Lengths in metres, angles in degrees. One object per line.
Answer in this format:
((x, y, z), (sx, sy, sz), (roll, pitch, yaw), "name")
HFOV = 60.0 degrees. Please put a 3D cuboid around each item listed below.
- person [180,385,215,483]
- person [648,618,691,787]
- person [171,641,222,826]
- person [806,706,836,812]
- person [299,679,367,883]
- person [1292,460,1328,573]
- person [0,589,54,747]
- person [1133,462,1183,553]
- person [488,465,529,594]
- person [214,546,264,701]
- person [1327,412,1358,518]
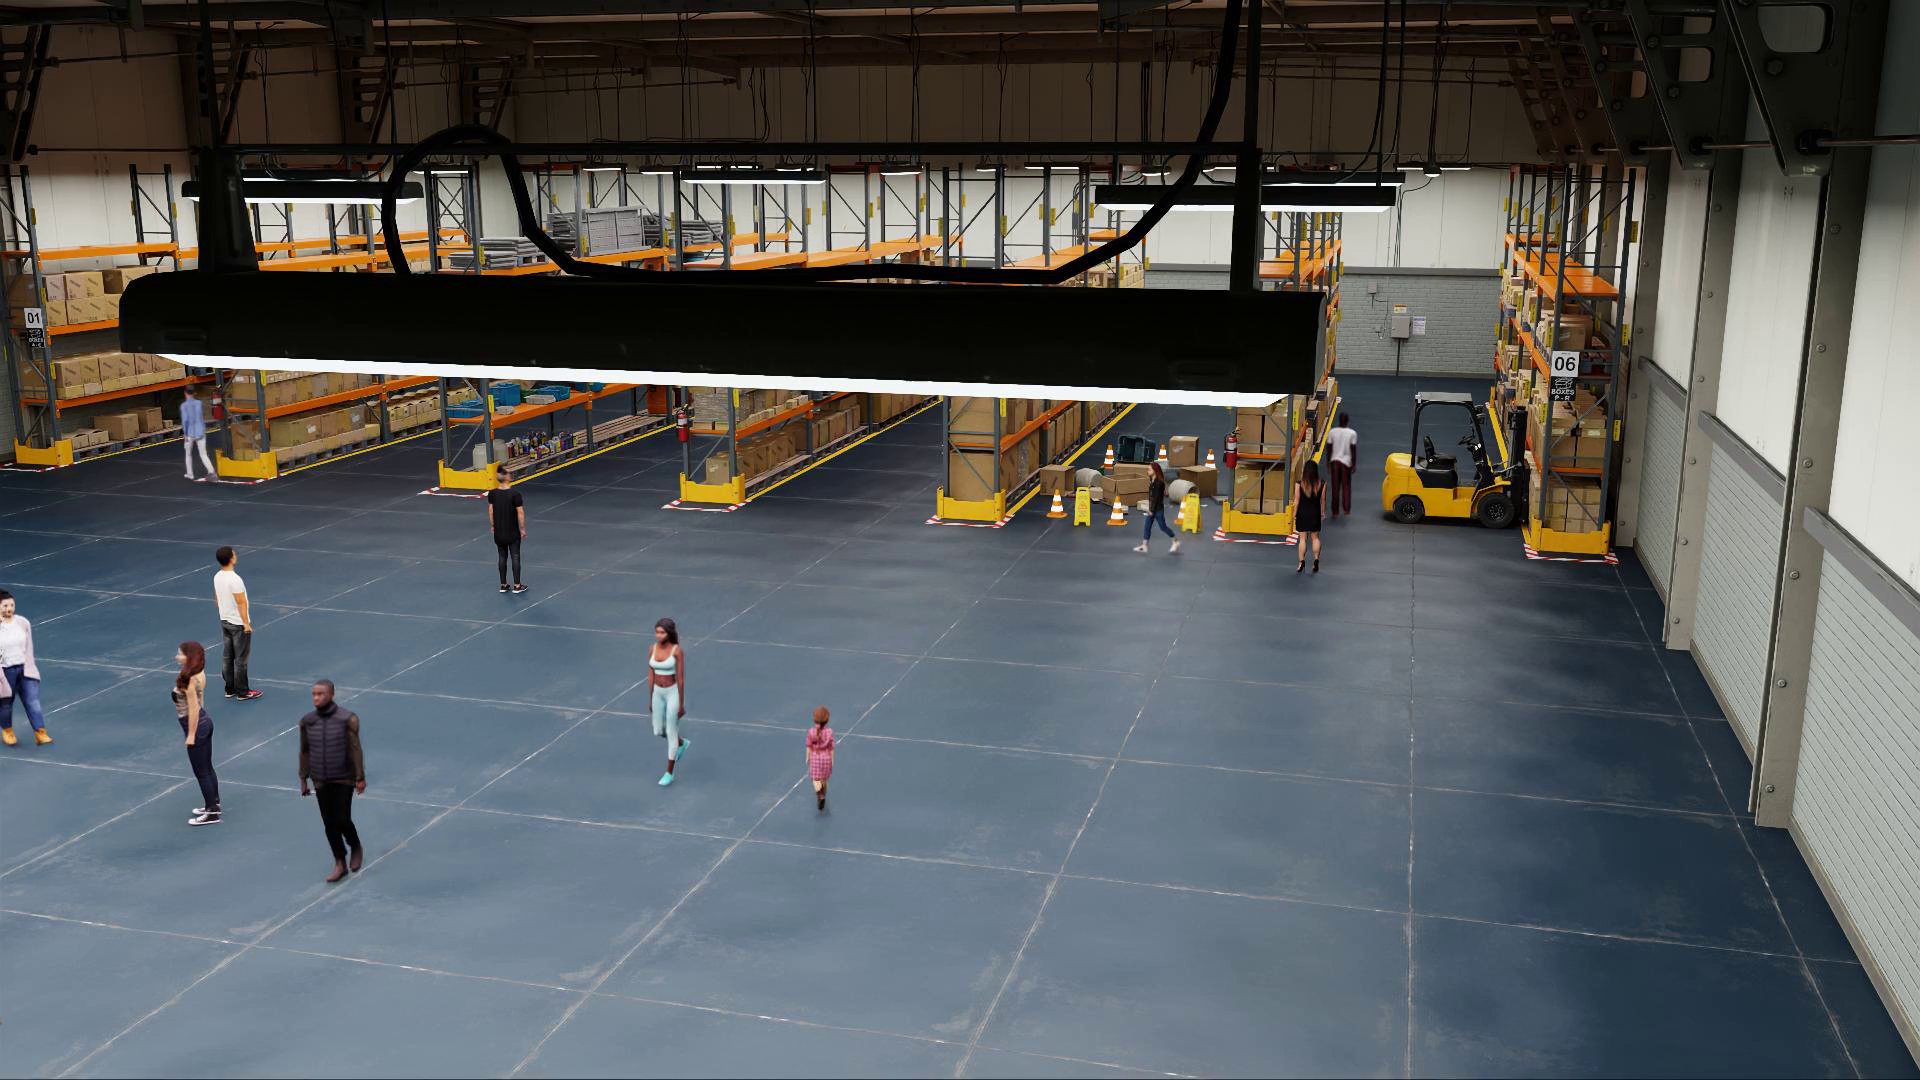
((-14.720, -2.029, 32.104), (1.037, 1.850, 1.200), (11, 17, 40), "person")
((-2.902, 1.592, 16.760), (0.626, 1.716, 0.842), (5, 14, 21), "person")
((-7.201, 1.806, 15.722), (0.751, 1.768, 0.631), (-3, 13, -13), "person")
((-1.357, 2.115, 16.072), (0.616, 1.008, 0.765), (-3, 13, -12), "person")
((-5.402, 2.065, 14.477), (0.760, 1.825, 0.742), (1, 13, 6), "person")
((5.295, -0.362, 25.201), (0.735, 1.715, 0.709), (-1, 13, -3), "person")
((-10.154, 1.376, 17.709), (1.001, 1.709, 1.051), (11, 17, 40), "person")
((3.196, -0.494, 26.362), (0.950, 1.448, 1.001), (-5, 14, -19), "person")
((-6.550, -0.175, 24.059), (0.693, 1.867, 0.582), (3, 13, 12), "person")
((-8.443, 0.954, 19.323), (0.707, 1.804, 0.654), (9, 16, 34), "person")
((6.638, -1.294, 29.012), (0.666, 1.813, 0.817), (3, 13, 12), "person")
